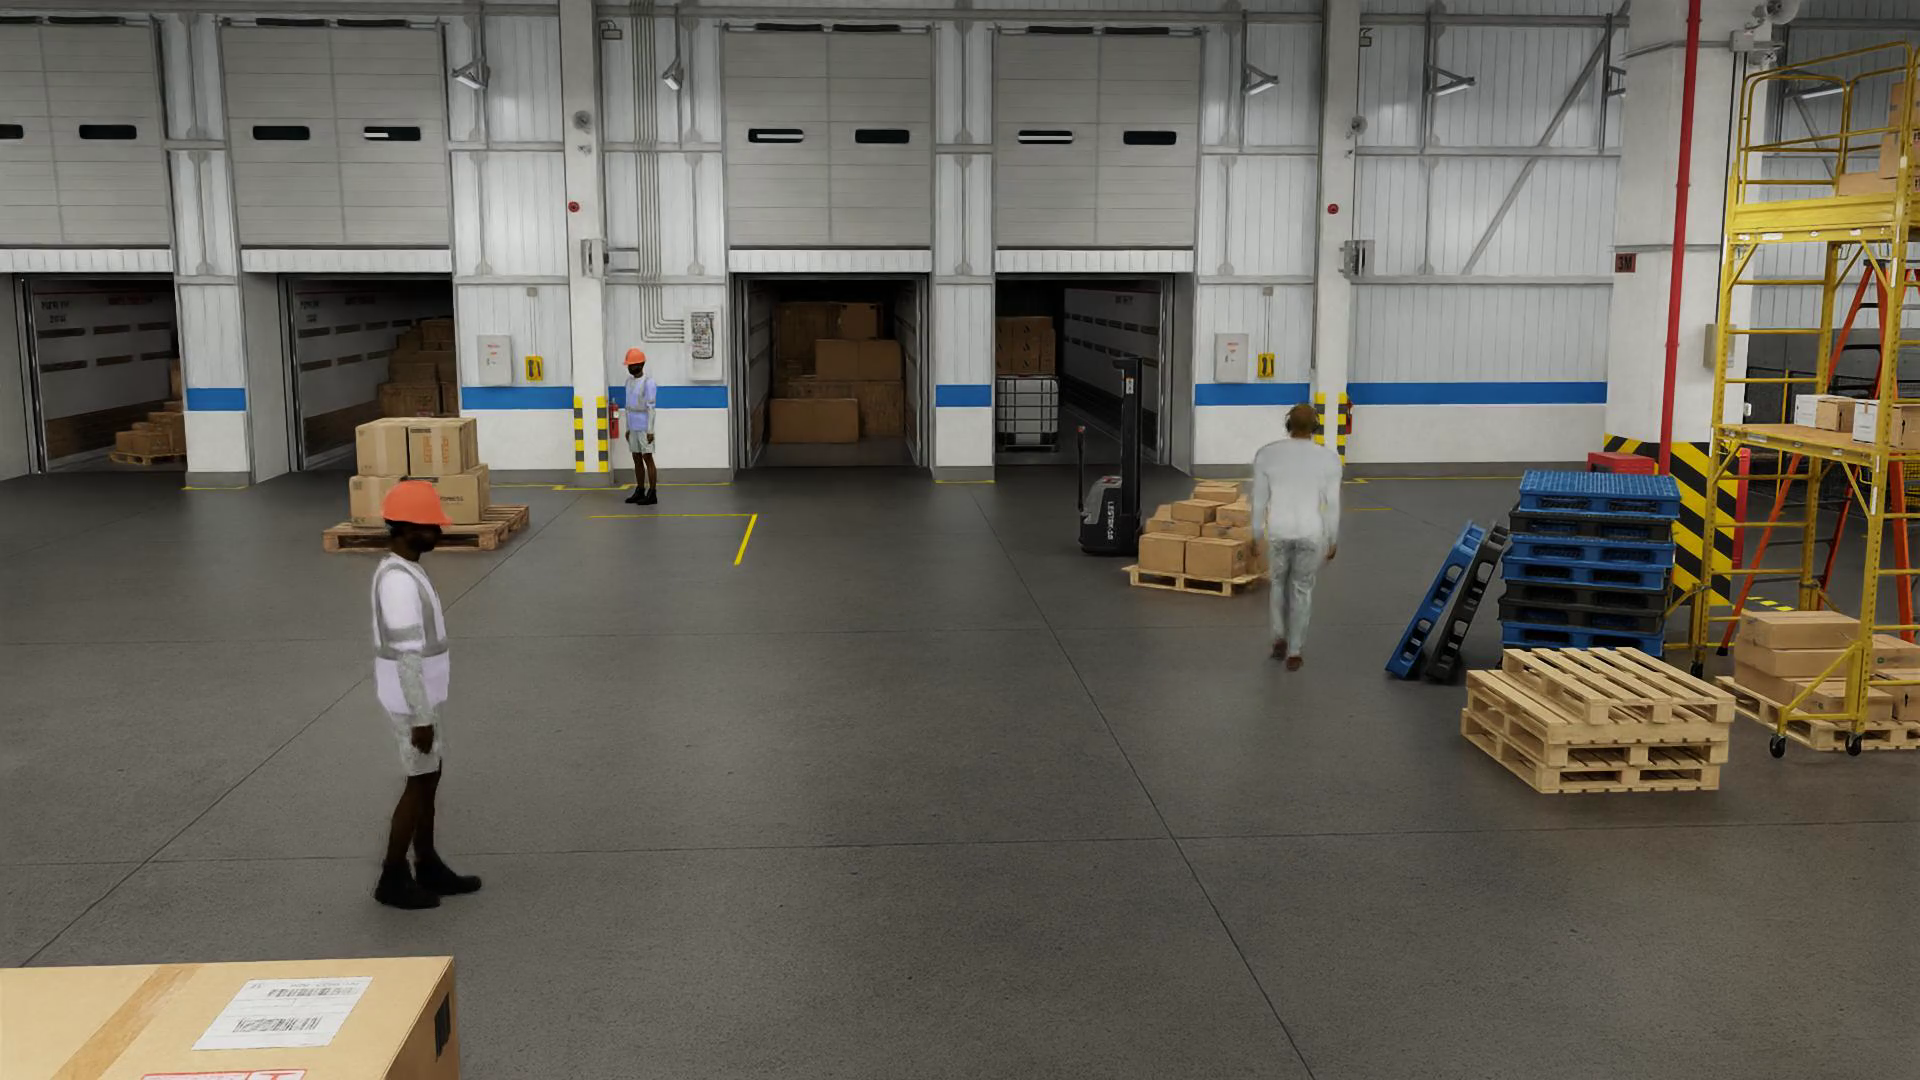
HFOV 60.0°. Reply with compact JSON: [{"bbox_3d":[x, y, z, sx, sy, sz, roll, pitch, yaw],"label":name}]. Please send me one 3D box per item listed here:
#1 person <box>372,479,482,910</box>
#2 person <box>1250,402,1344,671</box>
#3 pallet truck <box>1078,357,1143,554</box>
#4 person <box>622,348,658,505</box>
[{"bbox_3d":[-2.413,0.692,7.400,0.423,1.941,0.550,-3,9,-16],"label":"person"},{"bbox_3d":[2.435,-0.036,11.976,0.639,1.918,0.646,3,10,20],"label":"person"},{"bbox_3d":[2.088,-0.836,16.757,1.885,1.965,0.823,2,9,13],"label":"pallet truck"},{"bbox_3d":[-3.954,-1.390,20.463,0.543,1.930,0.389,8,12,43],"label":"person"}]
